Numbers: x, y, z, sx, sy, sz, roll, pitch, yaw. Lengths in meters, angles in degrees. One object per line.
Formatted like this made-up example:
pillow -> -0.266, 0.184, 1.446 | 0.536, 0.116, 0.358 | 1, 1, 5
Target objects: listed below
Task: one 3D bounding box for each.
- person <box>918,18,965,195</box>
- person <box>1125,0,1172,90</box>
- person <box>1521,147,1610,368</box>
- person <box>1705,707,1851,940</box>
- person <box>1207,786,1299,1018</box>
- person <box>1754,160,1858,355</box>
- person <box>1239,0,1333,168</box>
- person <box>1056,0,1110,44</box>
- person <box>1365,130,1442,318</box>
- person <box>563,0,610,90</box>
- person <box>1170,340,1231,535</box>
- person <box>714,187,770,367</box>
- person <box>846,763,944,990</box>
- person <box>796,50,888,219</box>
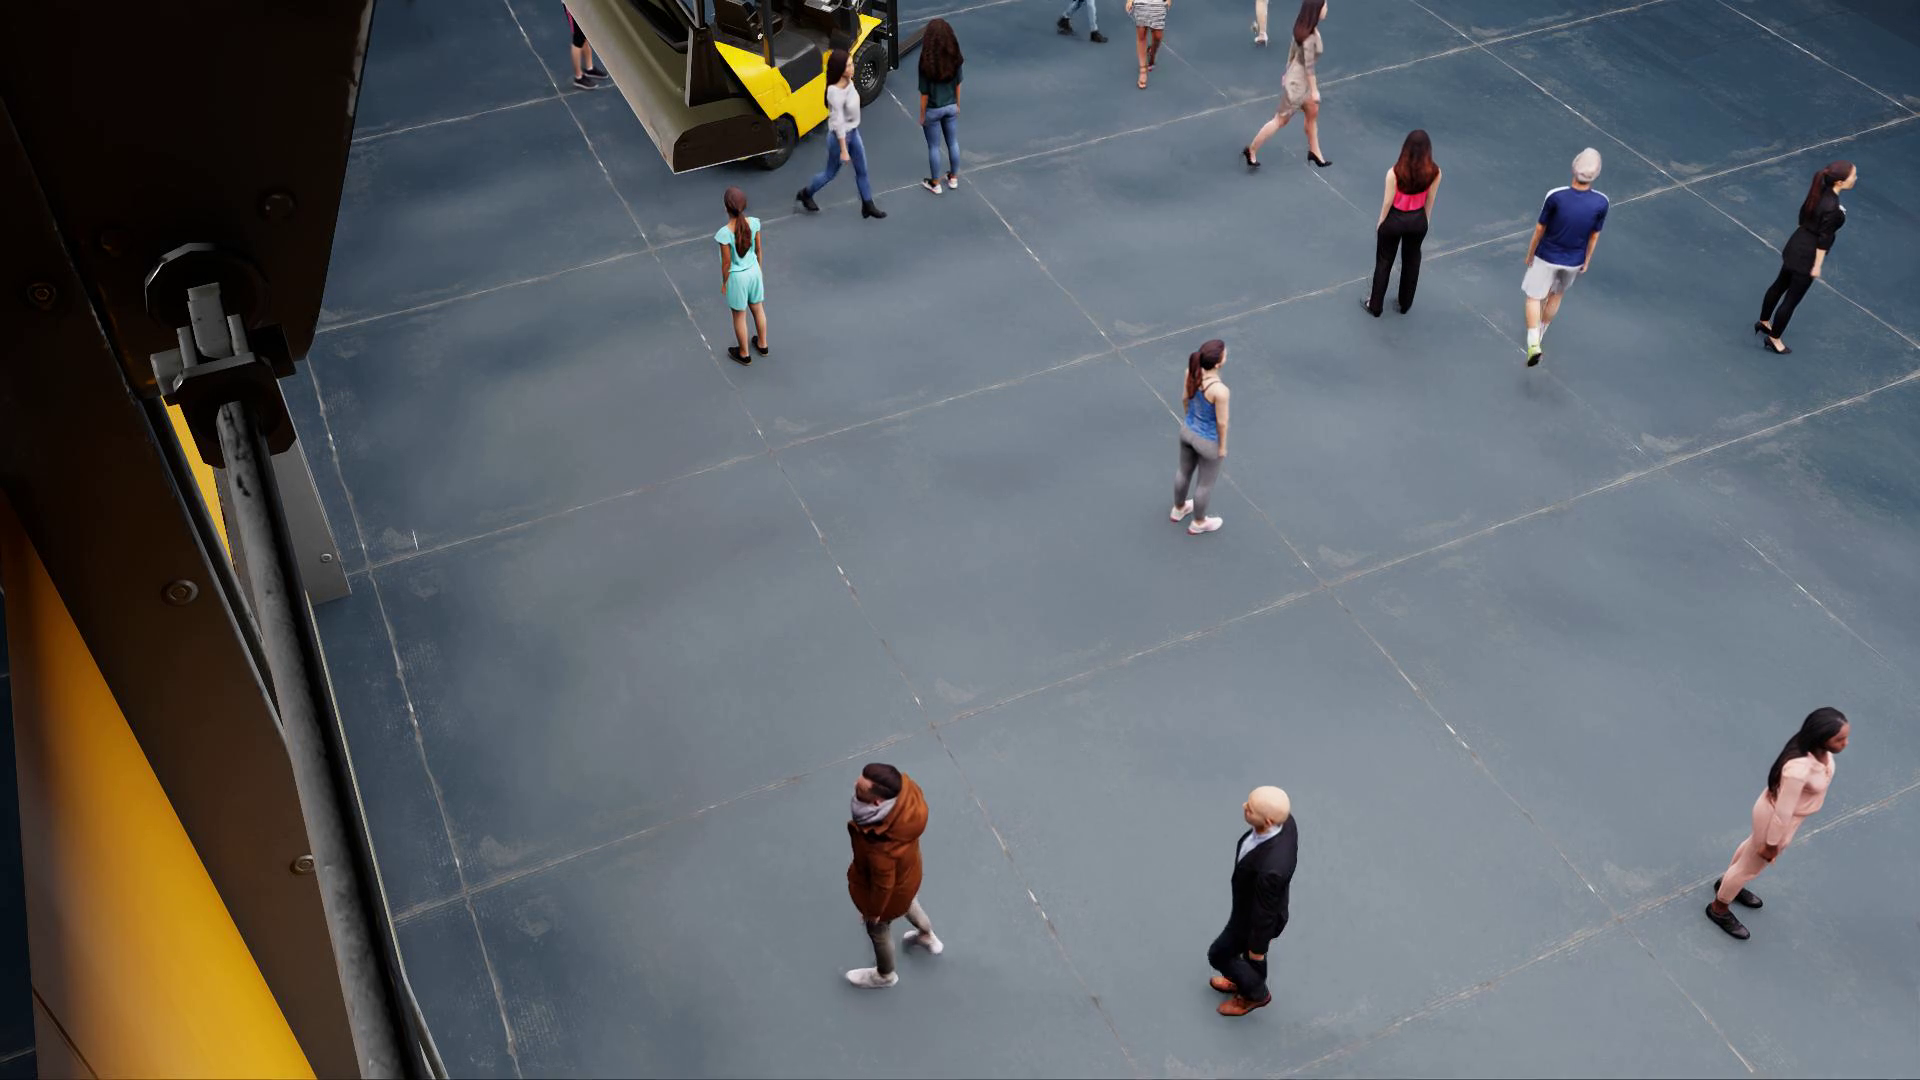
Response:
person -> -0.180, -3.858, 14.798 | 0.584, 1.615, 0.572 | -19, 47, -19
person -> 1.841, -5.282, 16.153 | 0.765, 1.810, 0.827 | 5, 44, 5
person -> 4.636, -2.139, 12.848 | 0.985, 1.818, 1.127 | 7, 44, 7
person -> 4.464, 1.516, 9.081 | 0.689, 1.721, 0.696 | 29, 51, 27
person -> 1.620, 1.908, 8.621 | 0.874, 1.788, 0.778 | 7, 44, 8
person -> 6.628, -2.238, 13.065 | 0.744, 1.661, 0.634 | 1, 44, 1
person -> 2.954, -4.057, 14.943 | 0.999, 1.705, 1.120 | 1, 44, 2
person -> 1.239, -5.711, 17.063 | 0.866, 1.175, 0.800 | 15, 46, 15
person -> 3.569, -2.544, 13.387 | 0.651, 1.660, 0.631 | -3, 44, -3
person -> -3.721, -5.266, 16.154 | 0.736, 1.785, 0.673 | 13, 45, 14
person -> 1.676, -0.720, 11.509 | 0.665, 1.610, 0.536 | -27, 50, -25
person -> -1.694, -2.063, 12.956 | 0.599, 1.558, 0.609 | -29, 51, -27
person -> -0.336, 1.755, 8.747 | 0.948, 1.836, 0.878 | 9, 44, 9
person -> -1.098, -3.483, 14.417 | 1.079, 1.599, 1.080 | 10, 44, 10
